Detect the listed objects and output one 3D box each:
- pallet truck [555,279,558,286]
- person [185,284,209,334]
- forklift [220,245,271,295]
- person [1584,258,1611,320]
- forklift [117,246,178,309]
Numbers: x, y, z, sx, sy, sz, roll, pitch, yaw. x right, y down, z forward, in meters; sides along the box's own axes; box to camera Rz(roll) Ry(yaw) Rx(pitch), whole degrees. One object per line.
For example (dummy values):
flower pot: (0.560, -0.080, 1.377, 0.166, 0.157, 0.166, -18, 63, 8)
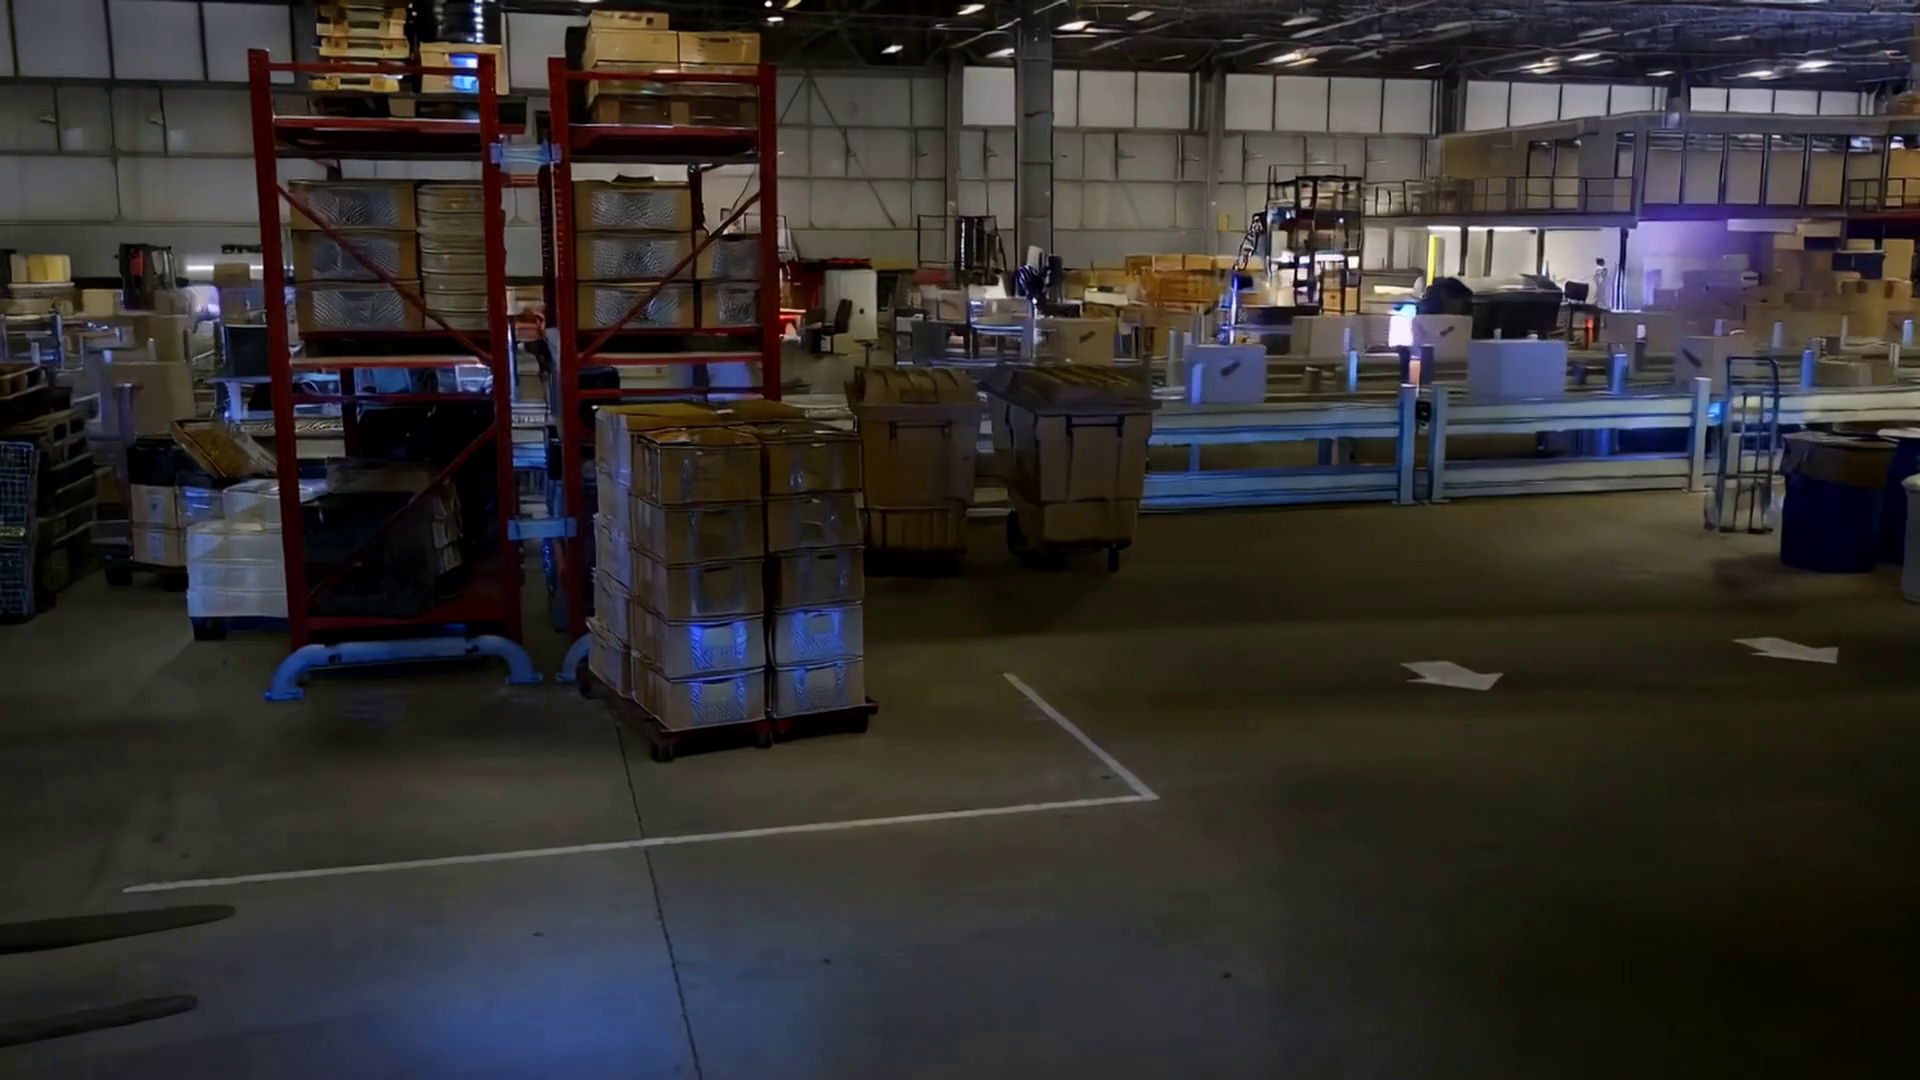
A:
pallet truck: (-10.604, -6.375, 44.520, 0.653, 1.274, 1.630, -3, 10, -15)
person: (-15.411, -4.743, 33.635, 0.663, 1.884, 0.803, 8, 13, 40)
forklift: (-17.749, -6.334, 41.440, 1.157, 1.987, 2.680, -3, 10, -17)
person: (18.412, -7.215, 47.910, 0.983, 1.800, 0.516, 9, 13, 40)
forklift: (-19.966, -6.232, 40.894, 1.157, 1.987, 2.680, -3, 10, -15)
